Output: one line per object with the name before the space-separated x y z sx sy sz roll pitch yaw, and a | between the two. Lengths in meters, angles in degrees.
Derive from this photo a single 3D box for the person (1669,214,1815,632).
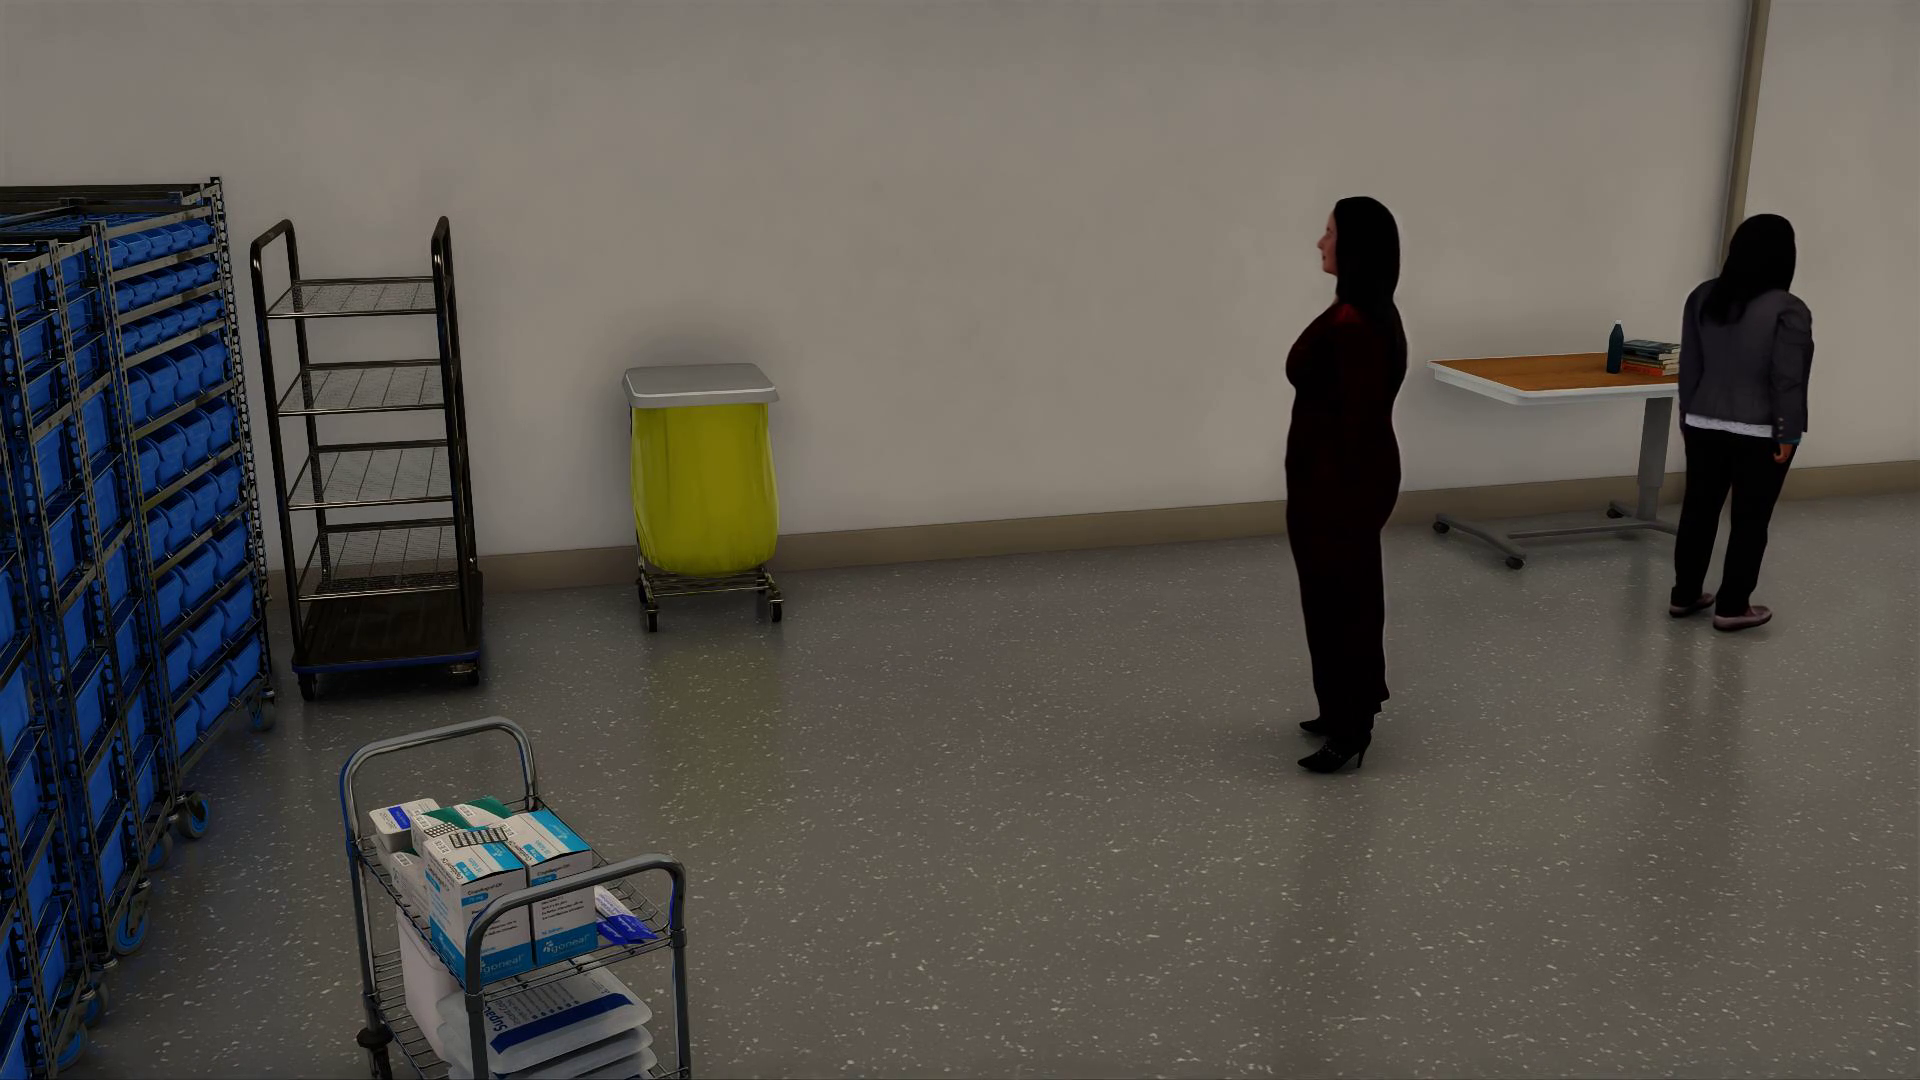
person | 2.999 -0.446 6.408 0.751 1.599 0.746 -10 18 -30

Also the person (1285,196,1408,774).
person | 1.191 -0.163 5.113 0.771 1.757 0.767 3 16 12
